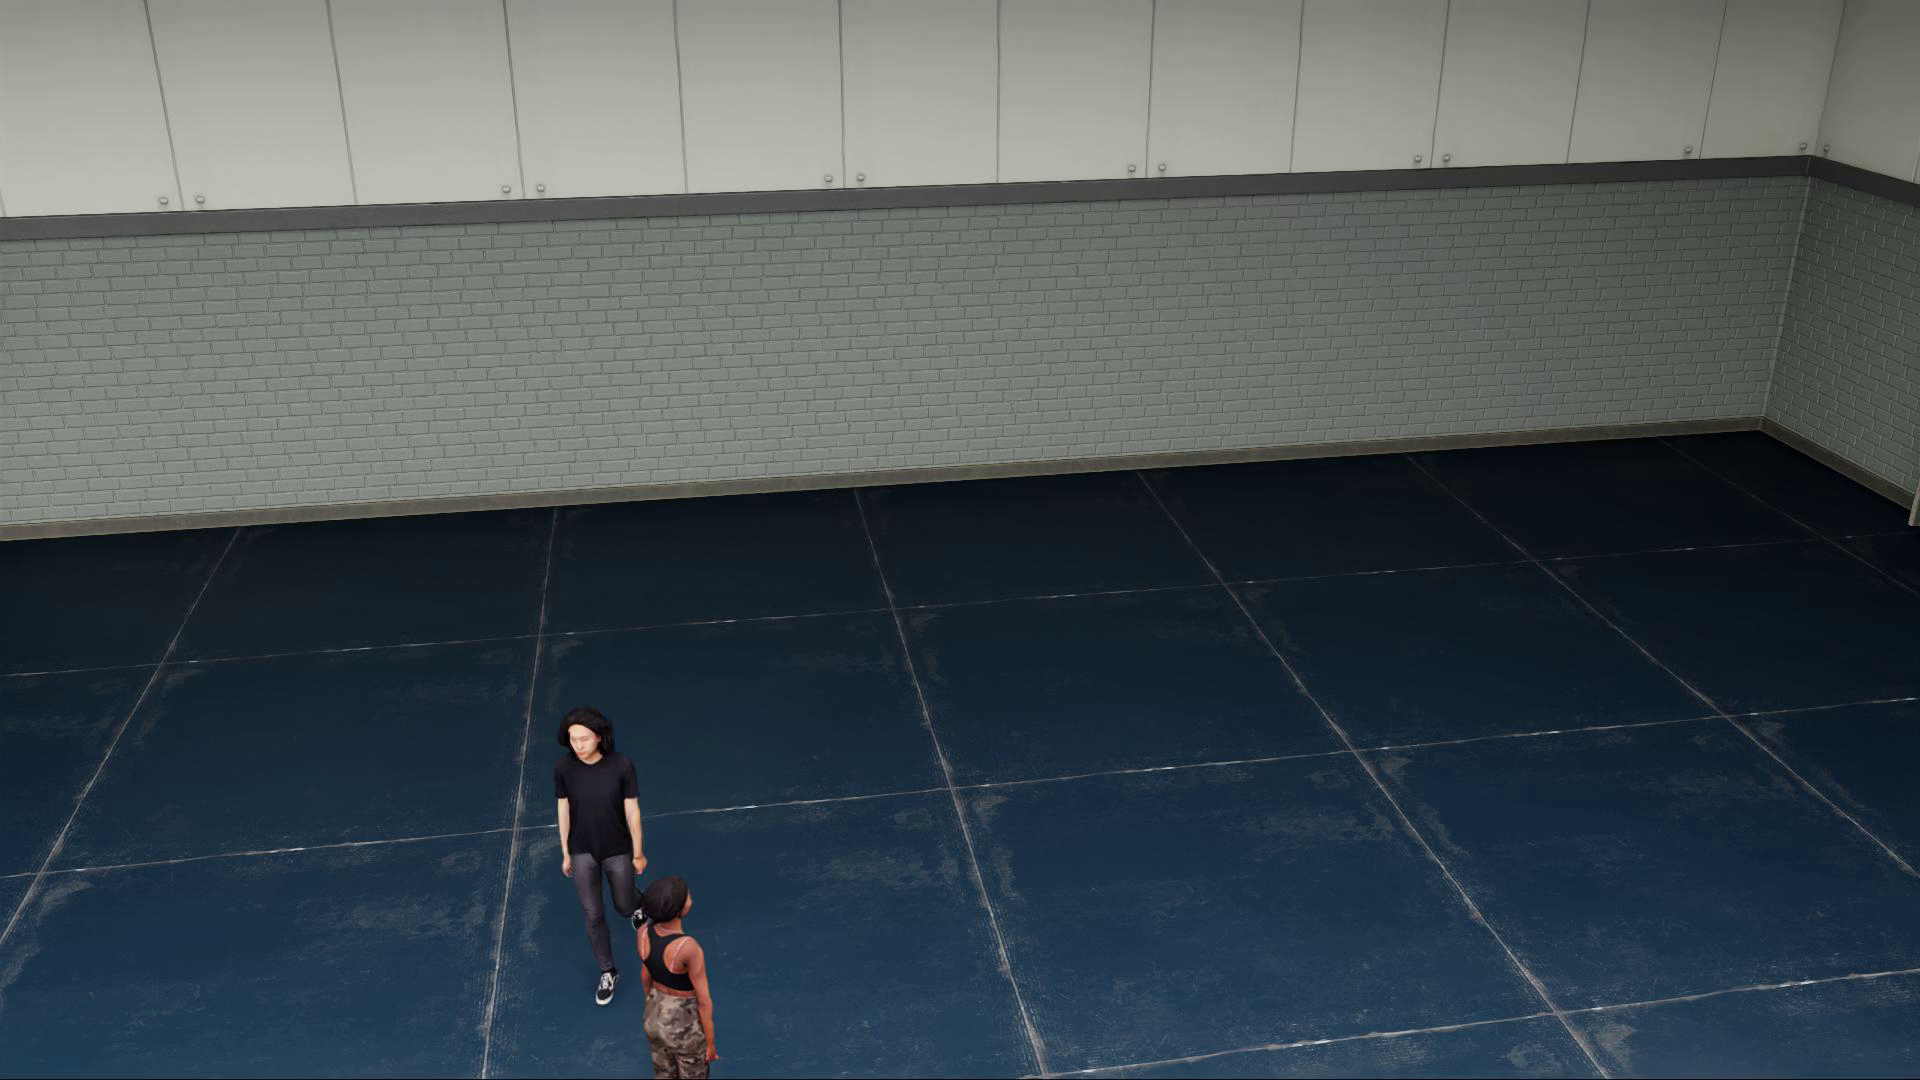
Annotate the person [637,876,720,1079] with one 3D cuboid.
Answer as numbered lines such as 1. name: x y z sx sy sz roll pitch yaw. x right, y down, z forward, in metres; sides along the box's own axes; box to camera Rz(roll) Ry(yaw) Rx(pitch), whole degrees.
1. person: -1.380 2.373 8.112 0.660 1.699 0.717 15 27 31

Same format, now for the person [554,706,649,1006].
1. person: -2.035 1.713 9.524 0.744 1.809 1.003 0 23 -1
